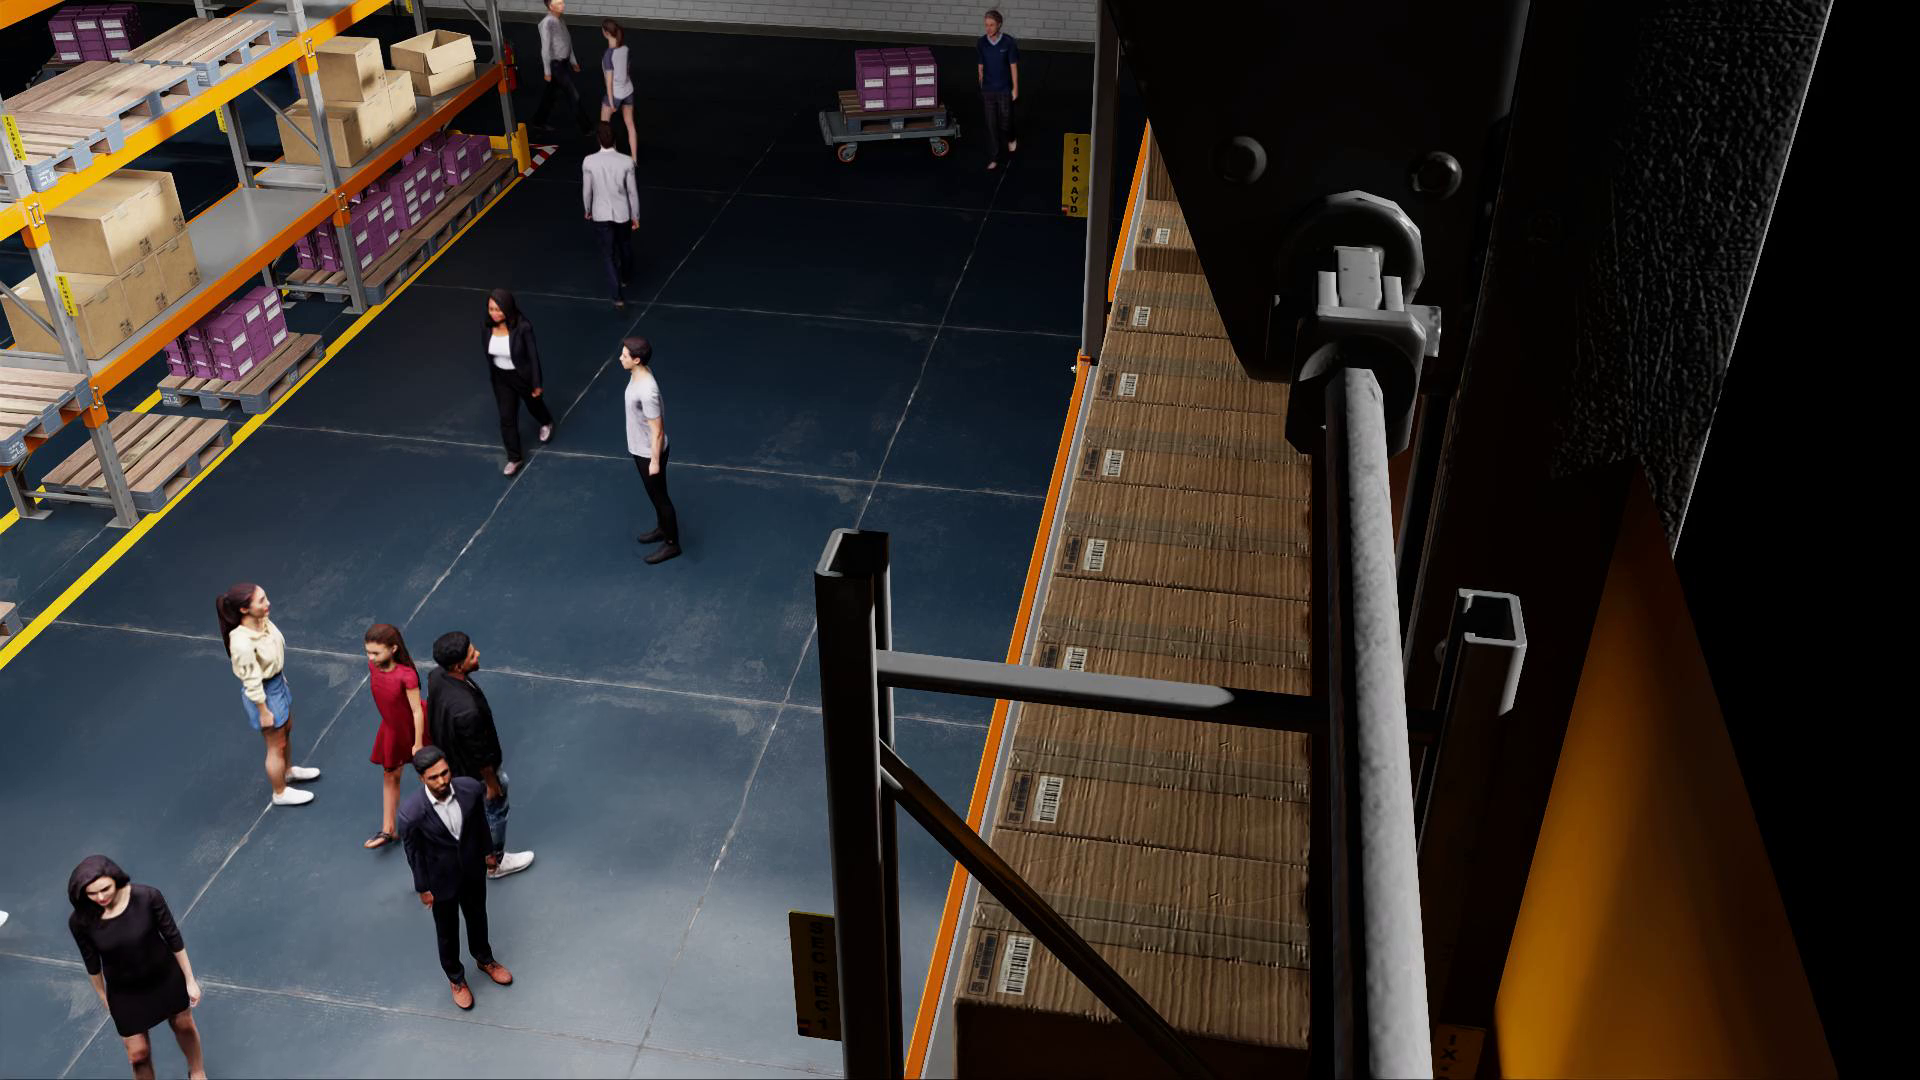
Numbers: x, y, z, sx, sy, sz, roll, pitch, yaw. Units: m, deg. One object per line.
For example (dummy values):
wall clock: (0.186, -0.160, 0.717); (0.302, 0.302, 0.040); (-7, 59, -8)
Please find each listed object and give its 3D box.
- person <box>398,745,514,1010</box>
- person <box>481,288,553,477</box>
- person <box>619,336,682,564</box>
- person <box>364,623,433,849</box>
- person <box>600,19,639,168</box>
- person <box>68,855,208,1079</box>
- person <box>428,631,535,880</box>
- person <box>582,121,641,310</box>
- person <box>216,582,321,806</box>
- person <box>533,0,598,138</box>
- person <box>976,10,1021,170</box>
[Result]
person: (-2.757, 1.791, 9.053); (0.676, 1.726, 0.769); (-28, 43, -35)
person: (-3.690, -1.398, 13.979); (0.714, 1.584, 1.100); (2, 34, 2)
person: (-2.354, -0.698, 12.674); (0.805, 1.862, 0.662); (-11, 35, -16)
person: (-3.364, 1.102, 10.276); (0.677, 1.521, 1.013); (12, 36, 18)
person: (-3.947, -5.225, 19.584); (0.800, 1.754, 0.731); (26, 42, 34)
person: (-4.073, 2.207, 8.364); (0.722, 1.797, 0.770); (-16, 37, -23)
person: (-2.935, 1.305, 9.722); (0.977, 1.795, 0.916); (-22, 39, -29)
person: (-3.435, -3.167, 16.435); (1.066, 1.813, 1.314); (-10, 35, -15)
person: (-4.342, 0.952, 10.403); (0.756, 1.629, 0.592); (-4, 34, -6)
person: (-5.029, -5.847, 20.501); (0.755, 1.774, 1.143); (4, 34, 6)
person: (0.462, -5.340, 19.674); (0.745, 1.846, 0.905); (10, 35, 14)
